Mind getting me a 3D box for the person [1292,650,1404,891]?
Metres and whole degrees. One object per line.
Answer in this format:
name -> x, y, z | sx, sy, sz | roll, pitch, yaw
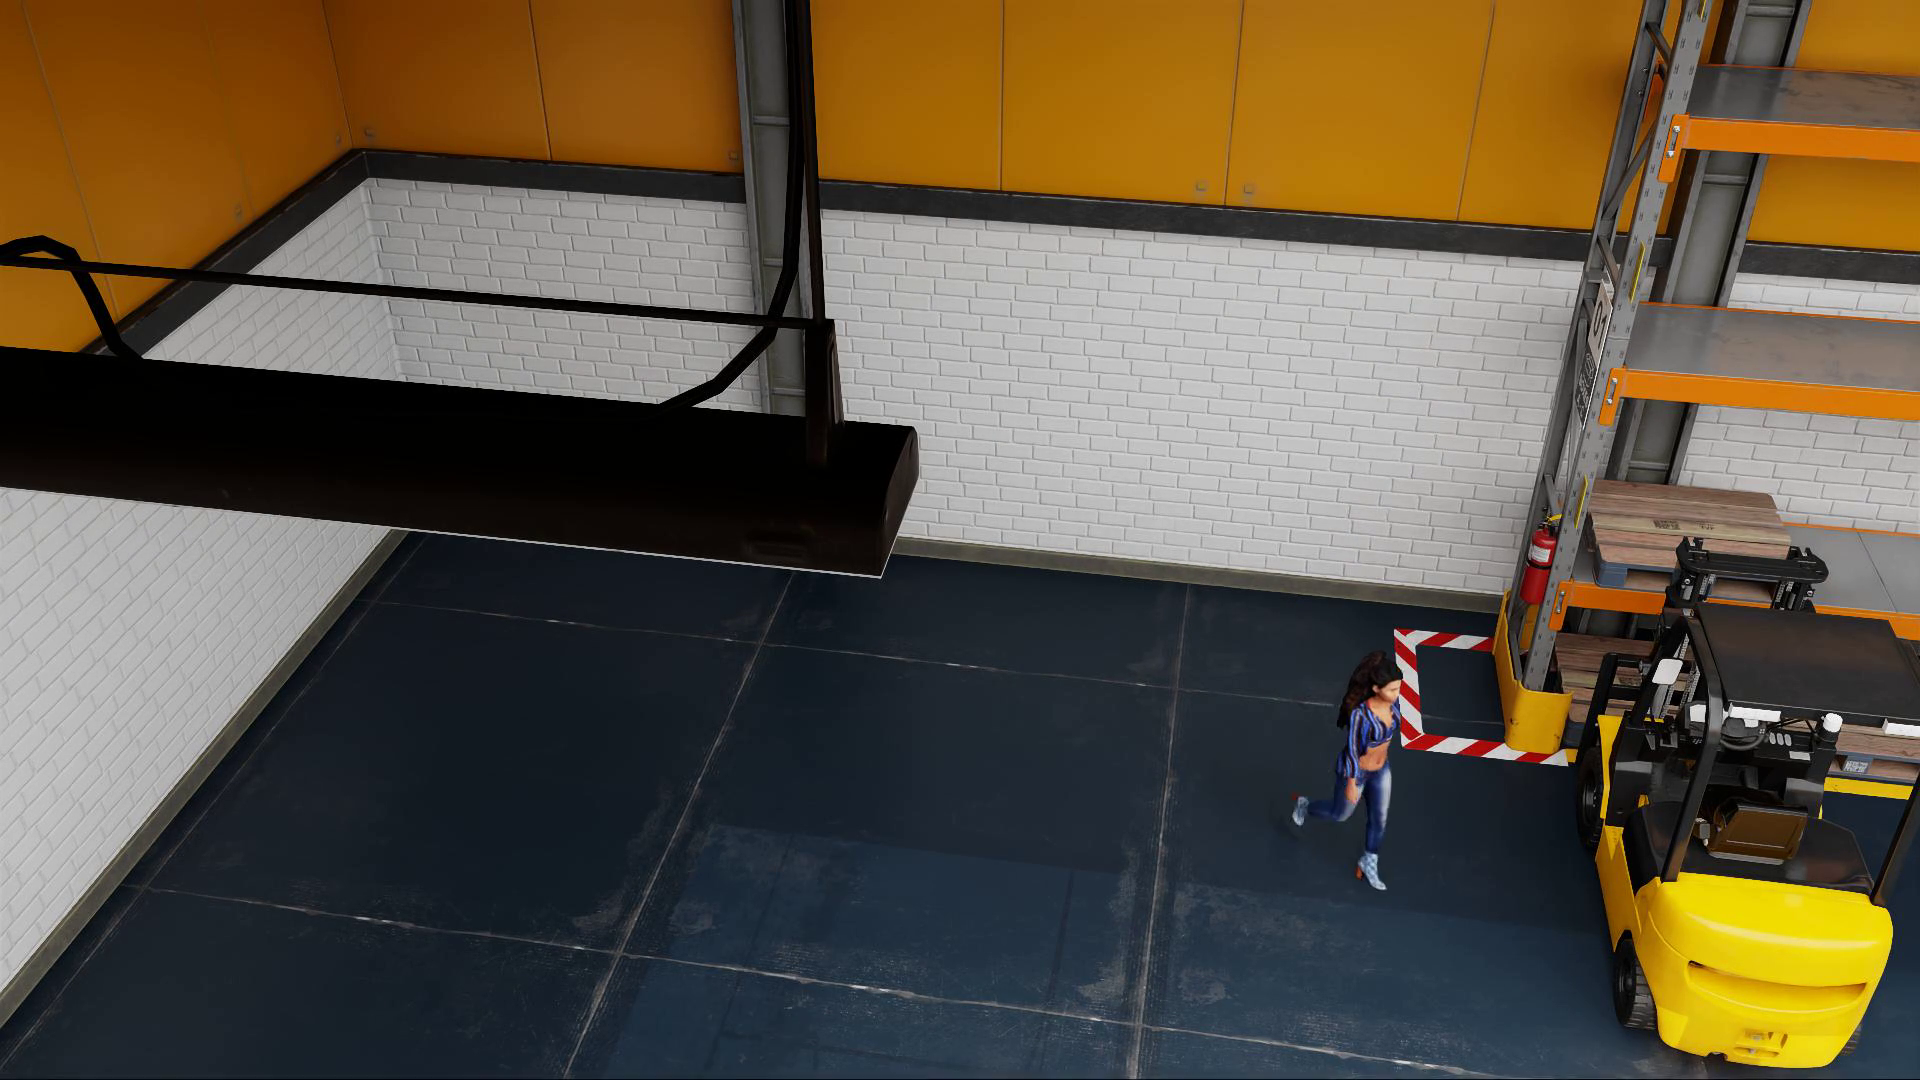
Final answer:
person -> 2.300, 1.323, 9.743 | 0.994, 1.594, 1.040 | -21, 39, -28
